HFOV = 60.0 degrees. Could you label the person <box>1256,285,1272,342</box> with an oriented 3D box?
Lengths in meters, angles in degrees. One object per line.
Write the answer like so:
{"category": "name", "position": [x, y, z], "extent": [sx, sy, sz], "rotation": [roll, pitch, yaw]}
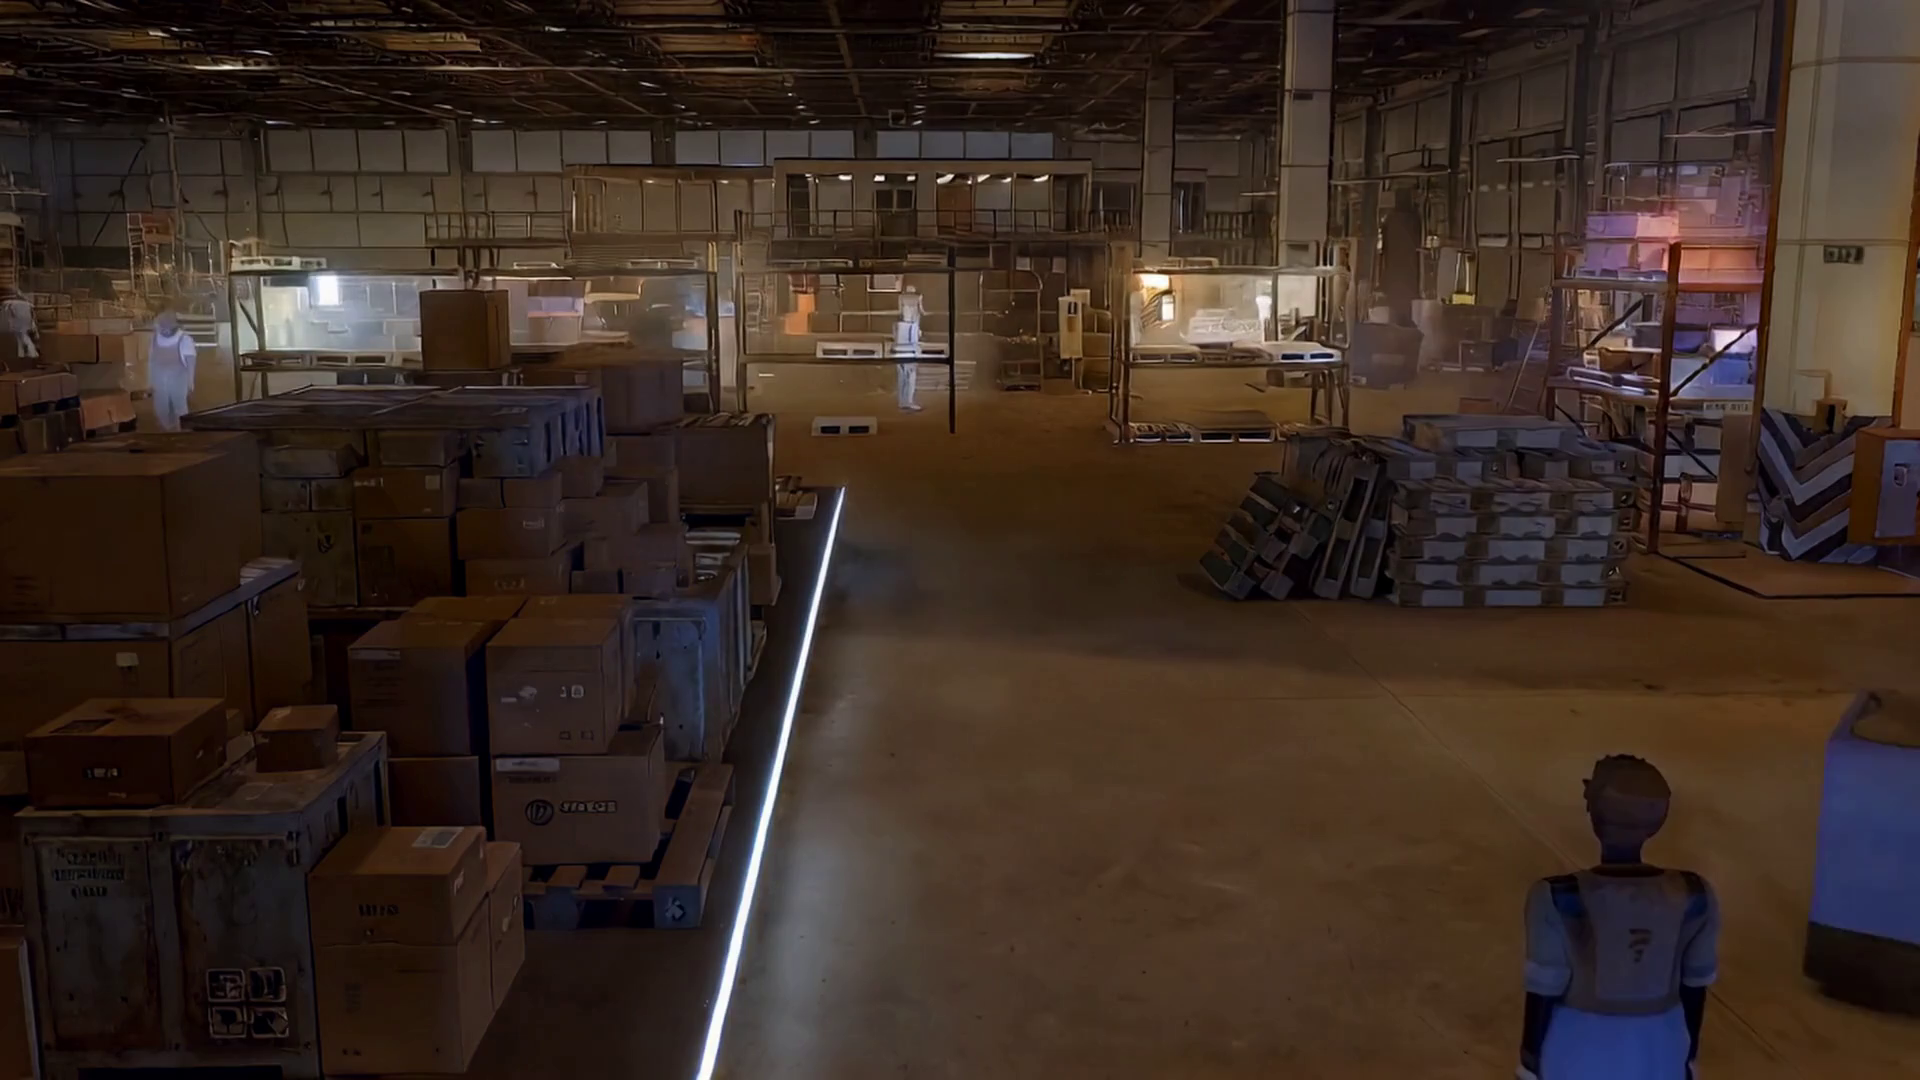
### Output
{"category": "person", "position": [8.308, -5.995, 45.221], "extent": [0.500, 1.862, 0.321], "rotation": [4, 11, 23]}

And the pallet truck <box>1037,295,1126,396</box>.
{"category": "pallet truck", "position": [2.483, -3.881, 33.060], "extent": [1.885, 1.965, 0.823], "rotation": [-7, 13, -36]}

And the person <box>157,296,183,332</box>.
{"category": "person", "position": [-16.011, -3.977, 33.744], "extent": [0.620, 1.953, 0.393], "rotation": [4, 11, 20]}

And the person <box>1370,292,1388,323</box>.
{"category": "person", "position": [9.366, -4.642, 37.586], "extent": [0.606, 1.888, 0.899], "rotation": [-8, 13, -37]}

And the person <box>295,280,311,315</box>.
{"category": "person", "position": [-19.766, -6.842, 49.829], "extent": [0.594, 1.899, 0.444], "rotation": [0, 10, 1]}

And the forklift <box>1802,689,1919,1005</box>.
{"category": "forklift", "position": [4.452, 0.468, 6.374], "extent": [1.873, 2.768, 1.129], "rotation": [7, 12, 34]}

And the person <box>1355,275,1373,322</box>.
{"category": "person", "position": [13.200, -7.684, 54.412], "extent": [0.520, 1.933, 0.635], "rotation": [-9, 14, -41]}

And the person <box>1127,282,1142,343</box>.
{"category": "person", "position": [5.186, -6.782, 49.697], "extent": [0.431, 1.835, 0.622], "rotation": [6, 12, 30]}

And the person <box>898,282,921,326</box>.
{"category": "person", "position": [-1.375, -6.116, 45.677], "extent": [0.627, 1.940, 0.375], "rotation": [0, 10, 2]}

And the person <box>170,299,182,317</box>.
{"category": "person", "position": [-16.676, -4.180, 35.190], "extent": [0.496, 1.837, 0.546], "rotation": [9, 13, 40]}

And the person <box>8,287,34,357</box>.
{"category": "person", "position": [-22.964, -5.223, 40.717], "extent": [0.543, 1.934, 0.362], "rotation": [-9, 14, -42]}

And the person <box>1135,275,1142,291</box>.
{"category": "person", "position": [6.755, -9.009, 61.984], "extent": [0.593, 1.870, 0.625], "rotation": [9, 14, 42]}

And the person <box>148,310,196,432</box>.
{"category": "person", "position": [-11.810, -2.436, 24.889], "extent": [0.706, 2.000, 0.538], "rotation": [0, 10, -3]}

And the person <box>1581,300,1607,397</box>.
{"category": "person", "position": [12.551, -3.800, 32.902], "extent": [0.586, 1.901, 0.879], "rotation": [3, 11, 14]}

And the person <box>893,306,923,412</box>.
{"category": "person", "position": [-0.931, -3.232, 29.768], "extent": [0.575, 1.883, 0.355], "rotation": [7, 12, 34]}

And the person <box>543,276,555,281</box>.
{"category": "person", "position": [-18.799, -11.504, 76.033], "extent": [0.593, 1.815, 0.667], "rotation": [-1, 10, -6]}

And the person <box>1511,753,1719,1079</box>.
{"category": "person", "position": [1.736, 1.404, 4.457], "extent": [0.540, 1.695, 0.317], "rotation": [-1, 10, -5]}

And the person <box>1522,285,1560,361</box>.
{"category": "person", "position": [14.788, -5.506, 42.278], "extent": [0.648, 1.924, 1.023], "rotation": [-8, 13, -36]}

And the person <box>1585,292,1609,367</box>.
{"category": "person", "position": [15.046, -4.915, 39.254], "extent": [0.633, 1.843, 0.429], "rotation": [-4, 11, -20]}
